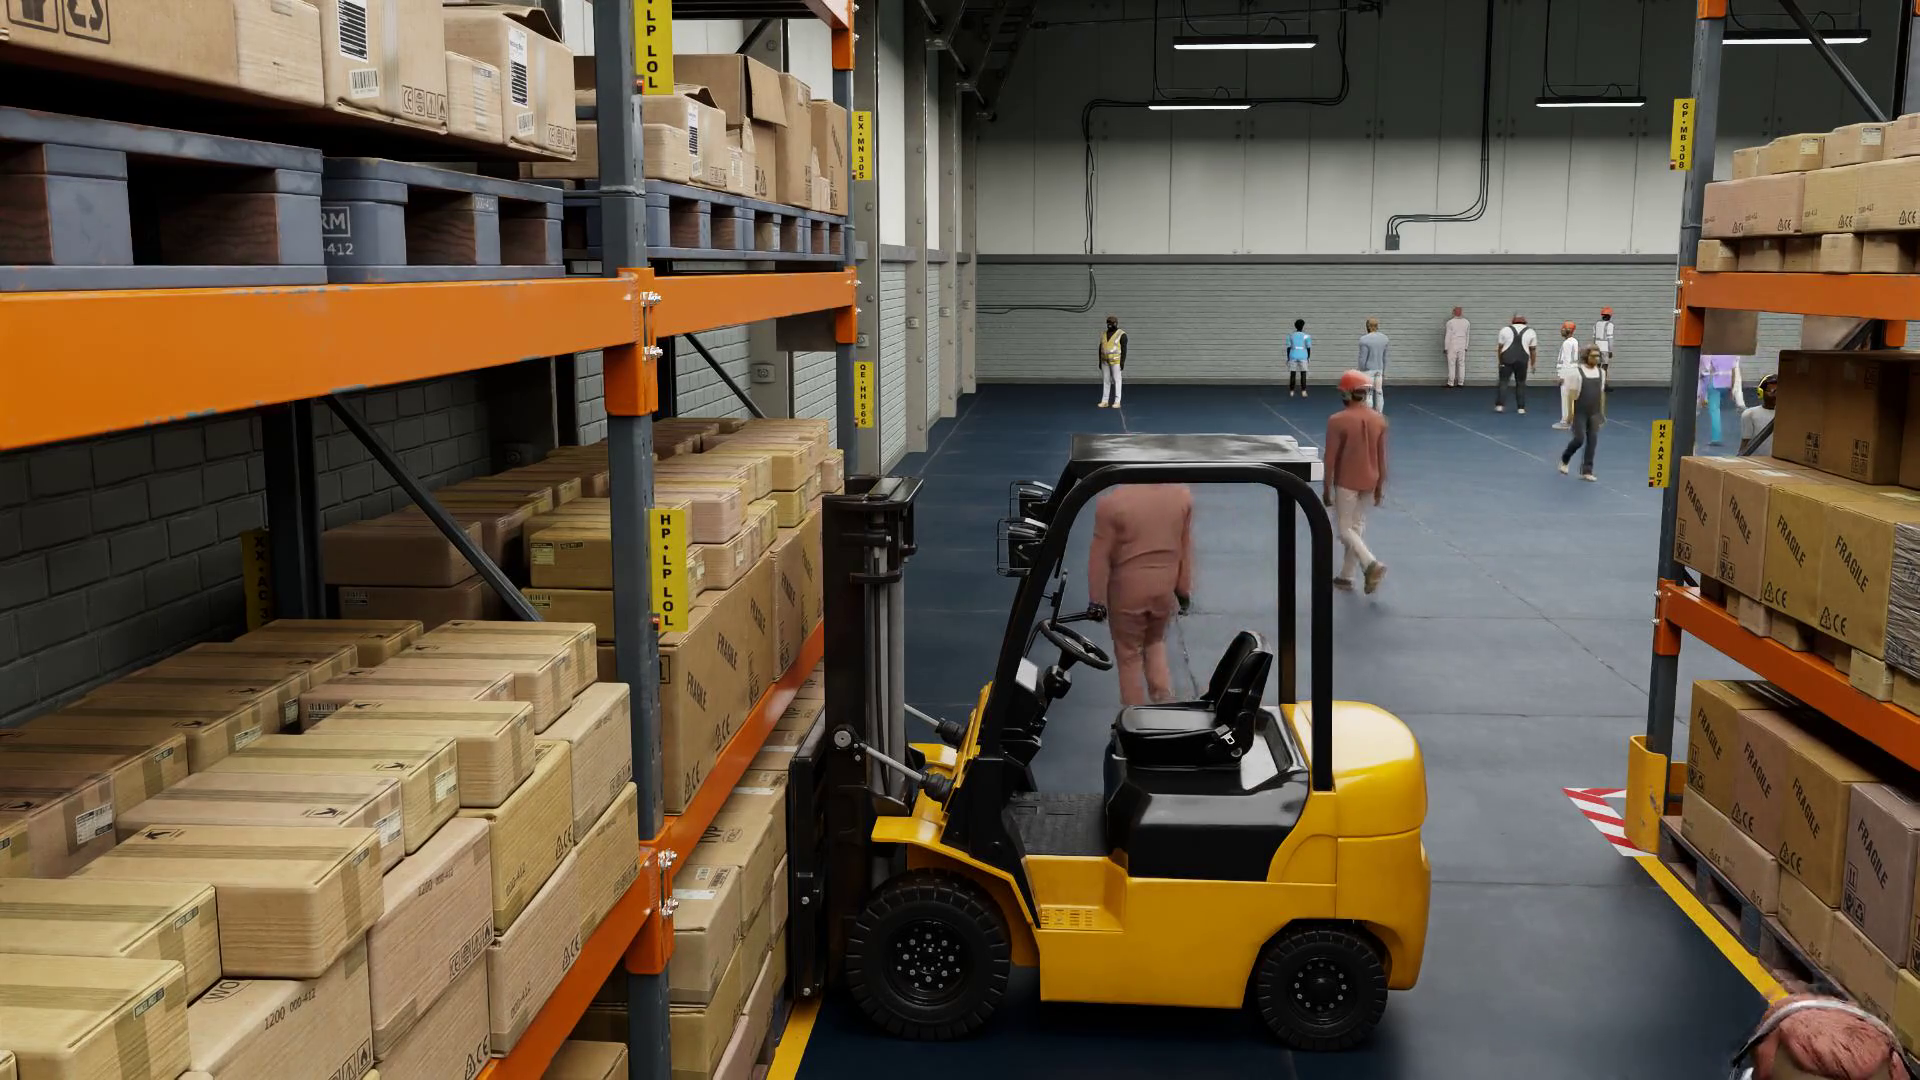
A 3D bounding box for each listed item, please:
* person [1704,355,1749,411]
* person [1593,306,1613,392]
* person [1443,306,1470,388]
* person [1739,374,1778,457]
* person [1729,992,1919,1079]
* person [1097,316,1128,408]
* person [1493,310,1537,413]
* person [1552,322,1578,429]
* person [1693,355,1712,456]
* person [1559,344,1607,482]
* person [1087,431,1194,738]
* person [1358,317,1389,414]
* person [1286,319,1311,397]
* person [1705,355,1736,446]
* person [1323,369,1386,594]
[{"bbox_3d":[15.227,-3.478,32.954,0.594,1.837,0.999,-5,11,-27],"label":"person"},{"bbox_3d":[14.640,-4.336,37.824,0.375,1.939,0.546,-4,10,-23],"label":"person"},{"bbox_3d":[11.633,-4.522,39.054,0.639,1.908,0.409,-3,10,-20],"label":"person"},{"bbox_3d":[7.458,-0.604,15.439,0.535,1.863,0.309,-2,10,-14],"label":"person"},{"bbox_3d":[1.120,1.557,2.269,0.681,1.877,0.826,3,10,18],"label":"person"},{"bbox_3d":[3.056,-3.587,33.579,0.620,1.845,0.430,7,12,37],"label":"person"},{"bbox_3d":[10.766,-3.471,32.276,0.789,2.000,0.606,2,10,14],"label":"person"},{"bbox_3d":[10.677,-2.900,29.293,0.356,1.883,0.574,6,11,30],"label":"person"},{"bbox_3d":[10.750,-2.187,24.508,0.381,2.042,0.615,-2,10,-11],"label":"person"},{"bbox_3d":[8.337,-1.702,22.207,0.515,1.826,0.551,-2,10,-13],"label":"person"},{"bbox_3d":[1.056,0.294,9.919,0.671,1.887,0.433,-4,10,-25],"label":"person"},{"bbox_3d":[7.395,-3.022,29.879,0.627,1.935,0.371,-5,10,-26],"label":"person"},{"bbox_3d":[7.401,-3.971,36.344,0.540,1.695,0.317,3,10,18],"label":"person"},{"bbox_3d":[12.017,-2.415,26.512,0.568,1.825,0.572,-4,10,-22],"label":"person"},{"bbox_3d":[3.467,-0.492,14.448,0.623,1.972,0.811,-4,10,-24],"label":"person"}]
